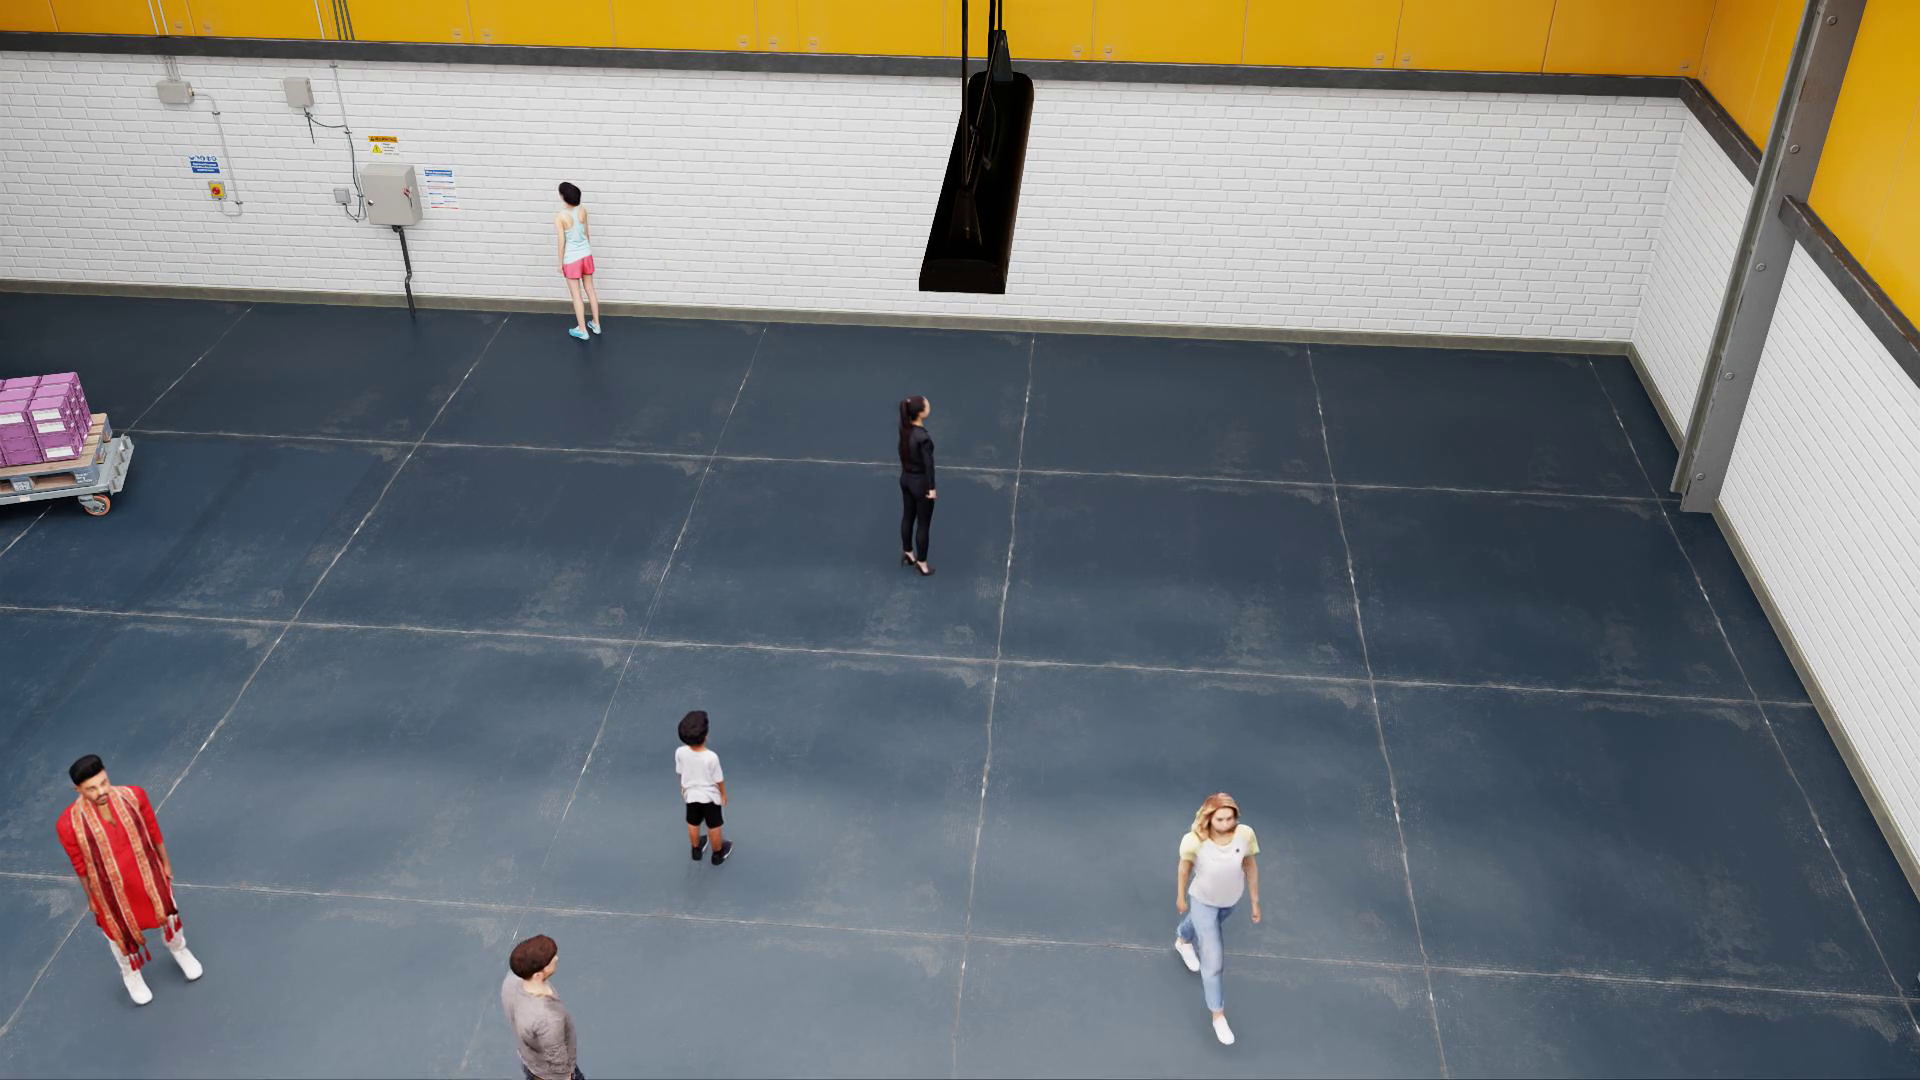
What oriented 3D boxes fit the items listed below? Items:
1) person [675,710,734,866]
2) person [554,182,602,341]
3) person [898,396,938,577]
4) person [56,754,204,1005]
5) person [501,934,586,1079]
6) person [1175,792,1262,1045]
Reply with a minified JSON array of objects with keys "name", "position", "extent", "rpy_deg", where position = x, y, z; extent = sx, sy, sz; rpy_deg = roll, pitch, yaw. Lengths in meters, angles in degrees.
[{"name":"person","position":[-1.759,1.696,11.325],"extent":[0.520,1.257,0.535],"rpy_deg":[9,35,14]},{"name":"person","position":[-4.141,-3.031,17.969],"extent":[0.756,1.774,0.682],"rpy_deg":[27,42,34]},{"name":"person","position":[-0.362,-0.473,14.177],"extent":[0.700,1.711,0.622],"rpy_deg":[-22,39,-29]},{"name":"person","position":[-5.163,2.043,10.243],"extent":[0.767,1.877,0.825],"rpy_deg":[-24,41,-32]},{"name":"person","position":[-2.286,2.874,8.985],"extent":[1.097,1.884,1.056],"rpy_deg":[-22,39,-29]},{"name":"person","position":[1.536,2.162,10.249],"extent":[0.927,1.672,1.222],"rpy_deg":[-9,35,-13]}]
